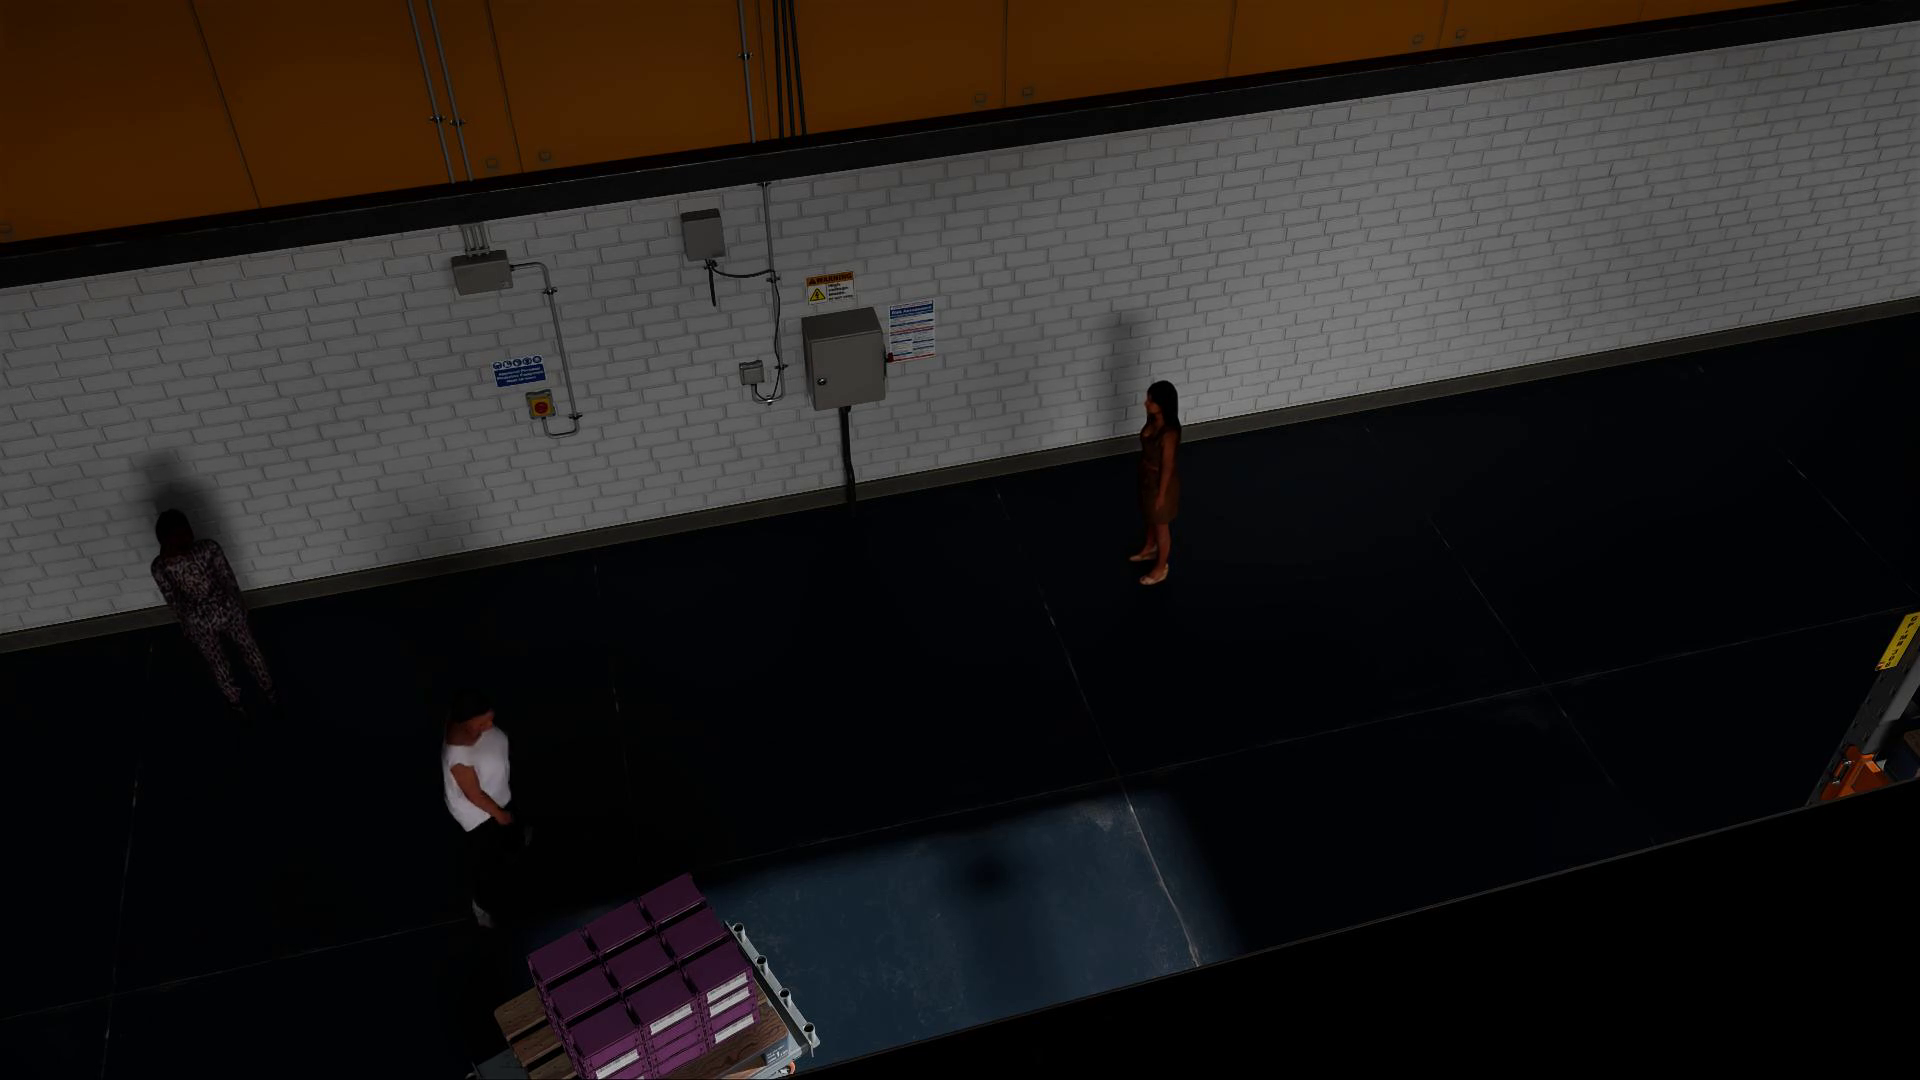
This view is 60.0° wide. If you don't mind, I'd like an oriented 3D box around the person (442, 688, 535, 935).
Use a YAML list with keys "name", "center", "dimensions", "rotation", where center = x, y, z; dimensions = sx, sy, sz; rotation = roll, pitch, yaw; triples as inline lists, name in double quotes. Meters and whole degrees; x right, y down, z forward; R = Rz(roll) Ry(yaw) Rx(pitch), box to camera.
- name: "person"
  center: [-2.687, 1.379, 9.424]
  dimensions: [1.023, 1.676, 0.681]
  rotation: [-12, 45, -13]

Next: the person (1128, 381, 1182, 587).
- name: "person"
  center: [1.344, -0.396, 11.279]
  dimensions: [0.605, 1.687, 0.438]
  rotation: [-11, 45, -11]

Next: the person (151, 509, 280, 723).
- name: "person"
  center: [-4.654, 0.470, 10.352]
  dimensions: [0.631, 1.714, 0.637]
  rotation: [-23, 48, -22]
